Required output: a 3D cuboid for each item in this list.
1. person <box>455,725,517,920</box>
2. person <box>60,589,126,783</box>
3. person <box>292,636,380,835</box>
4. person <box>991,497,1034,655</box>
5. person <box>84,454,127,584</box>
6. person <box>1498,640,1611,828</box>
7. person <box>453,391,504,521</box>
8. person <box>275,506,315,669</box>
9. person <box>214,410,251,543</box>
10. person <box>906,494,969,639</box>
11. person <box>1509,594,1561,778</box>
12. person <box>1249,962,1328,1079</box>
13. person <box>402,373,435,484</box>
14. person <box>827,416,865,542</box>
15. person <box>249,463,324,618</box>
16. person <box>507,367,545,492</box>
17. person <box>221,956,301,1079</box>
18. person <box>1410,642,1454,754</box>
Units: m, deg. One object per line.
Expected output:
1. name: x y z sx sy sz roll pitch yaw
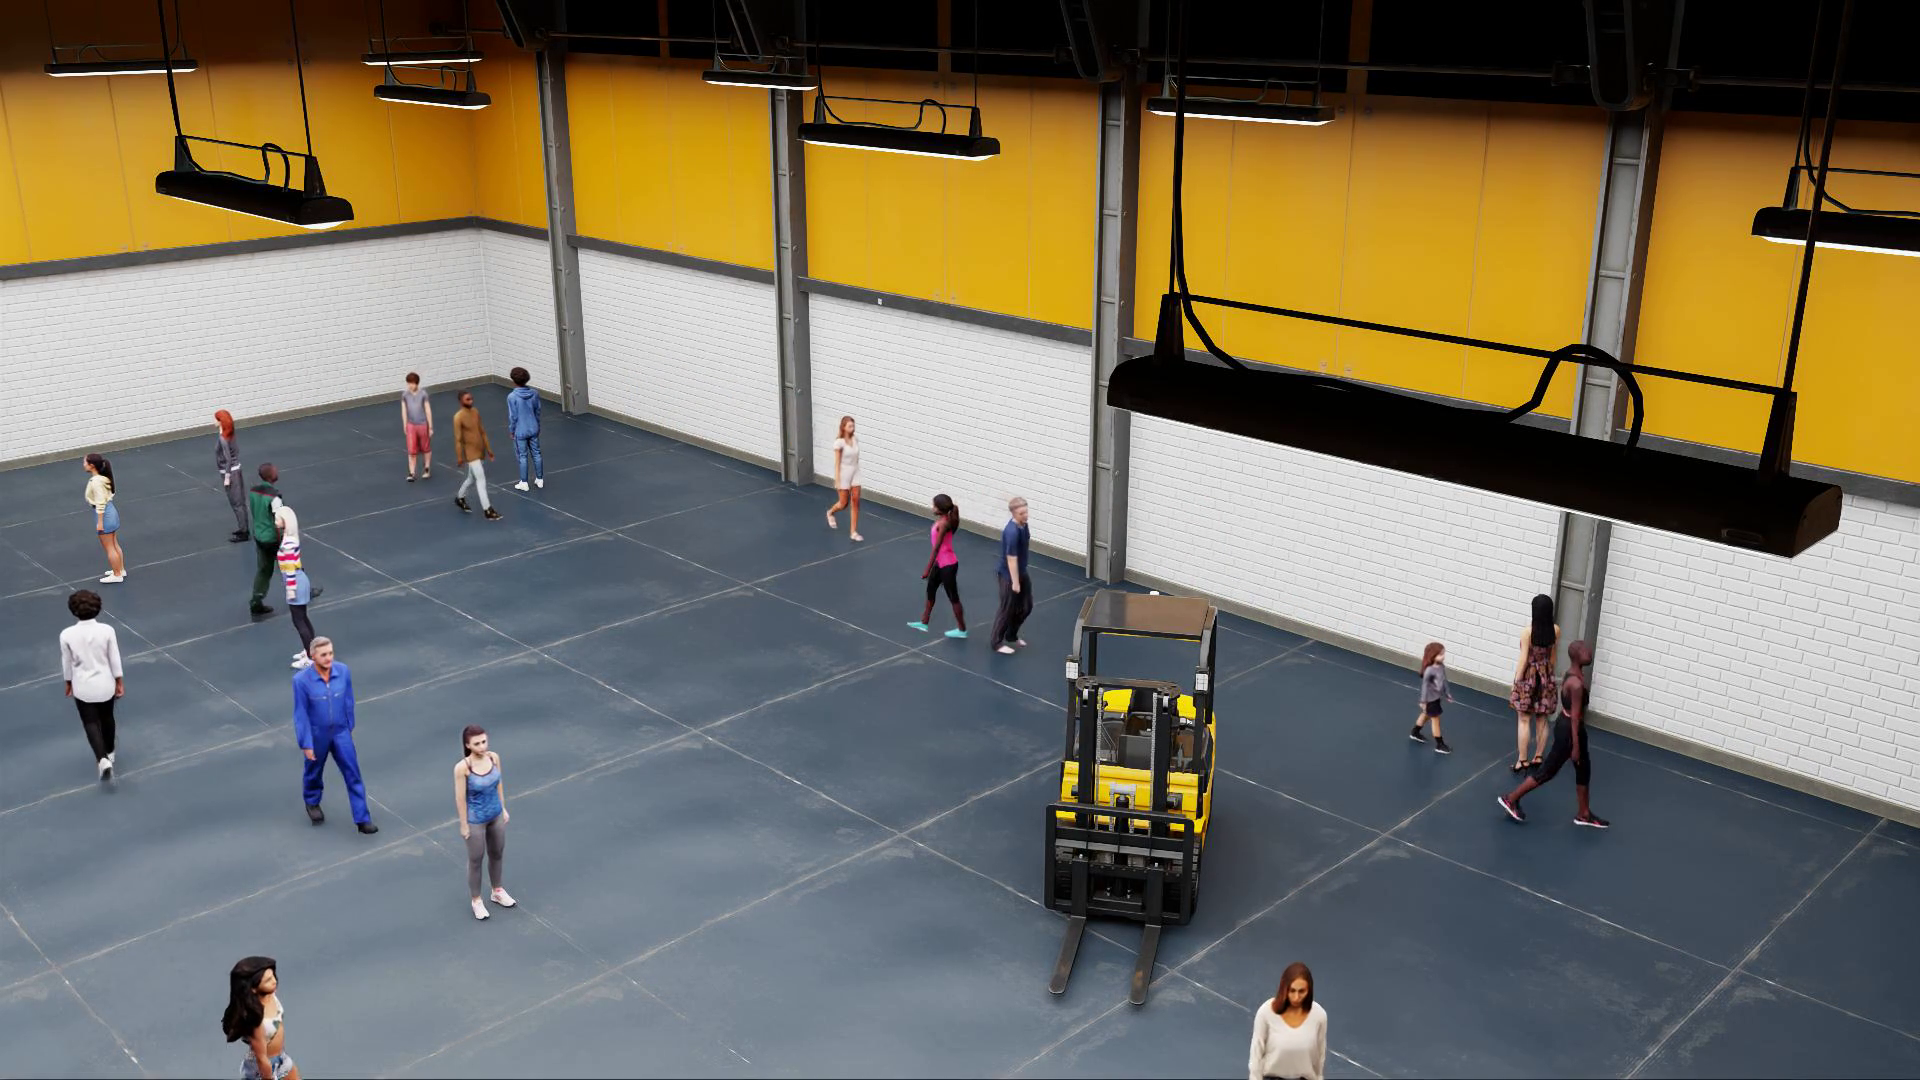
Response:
1. person: -3.771 2.202 13.166 0.527 1.608 0.574 16 24 38
2. person: -8.010 1.361 15.387 0.785 1.785 1.145 -12 22 -32
3. person: -5.554 1.683 14.442 0.773 1.777 1.191 -16 24 -39
4. person: 0.532 0.386 18.211 0.814 1.830 0.789 4 19 11
5. person: -10.543 -0.281 20.505 0.787 1.631 0.672 -4 19 -12
6. person: 5.190 1.699 14.478 1.252 1.724 0.969 6 20 18
7. person: -6.765 -1.185 22.944 1.233 1.786 0.961 7 20 20
8. person: -7.145 0.494 17.931 0.773 1.804 0.624 -5 19 -16
9. person: -9.636 -0.859 21.989 0.707 1.779 0.603 -4 19 -12
10. person: -0.065 0.315 18.631 0.980 1.696 0.903 1 19 3
11. person: 5.334 1.339 15.470 0.786 1.773 0.820 -6 19 -17
12. person: 1.961 3.233 10.042 1.060 1.648 1.052 3 19 8
13. person: -8.018 -1.689 24.699 1.030 1.621 1.132 -1 19 -4
14. person: -1.530 -0.843 22.097 0.594 1.679 0.927 -16 24 -40
15. person: -8.065 0.033 19.321 1.197 1.790 0.958 11 21 29
16. person: -6.334 -1.629 24.230 0.686 1.807 0.564 -16 24 -39
17. person: -4.268 3.237 10.084 0.773 1.613 0.709 -2 19 -6
18. person: 4.543 1.485 16.111 0.717 1.088 0.505 16 24 39
